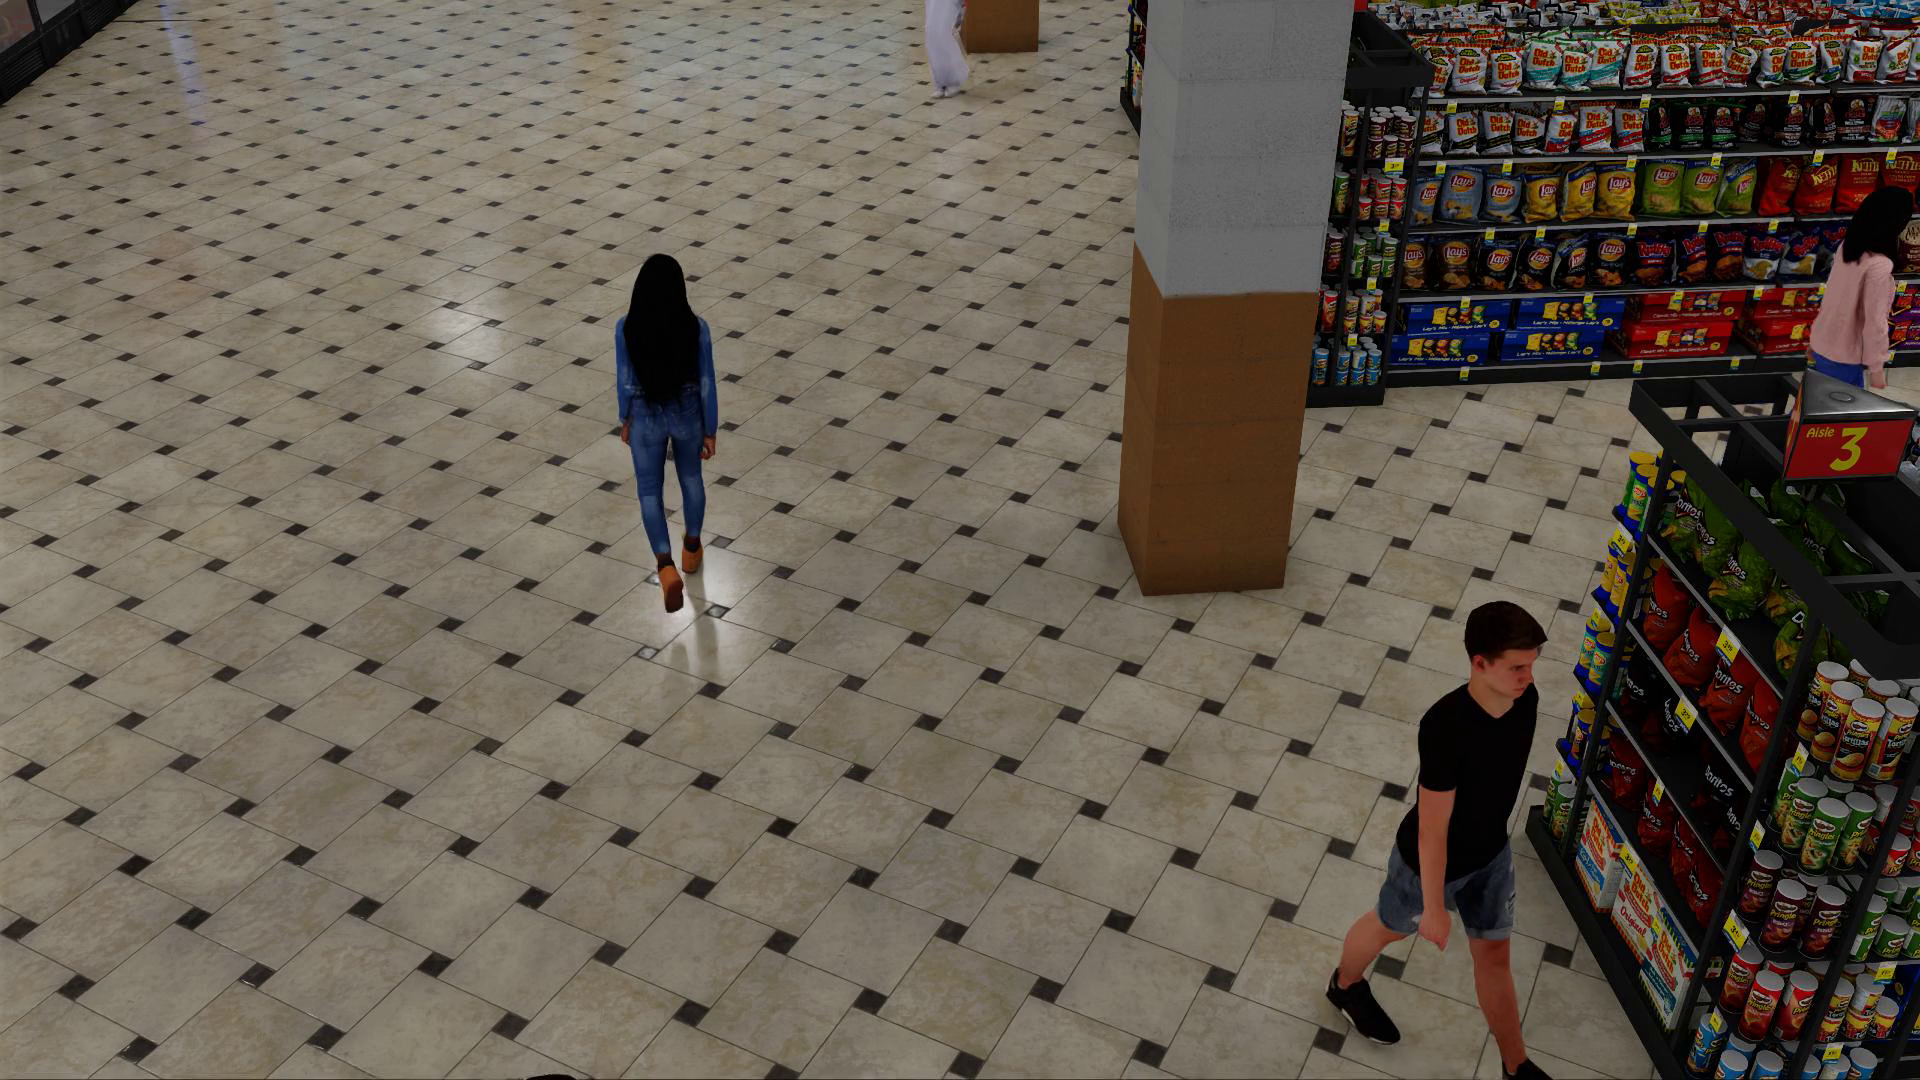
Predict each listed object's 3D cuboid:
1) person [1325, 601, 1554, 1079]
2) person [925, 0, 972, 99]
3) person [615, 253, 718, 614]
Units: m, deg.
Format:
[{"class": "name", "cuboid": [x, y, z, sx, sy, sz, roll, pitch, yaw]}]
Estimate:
[{"class": "person", "cuboid": [1.473, 0.937, 5.260, 1.214, 1.807, 1.138, -22, 38, -31]}, {"class": "person", "cuboid": [-0.048, -4.797, 14.372, 0.960, 1.916, 0.905, -25, 40, -34]}, {"class": "person", "cuboid": [-1.340, -0.458, 7.611, 0.979, 1.691, 0.708, -4, 32, -6]}]
